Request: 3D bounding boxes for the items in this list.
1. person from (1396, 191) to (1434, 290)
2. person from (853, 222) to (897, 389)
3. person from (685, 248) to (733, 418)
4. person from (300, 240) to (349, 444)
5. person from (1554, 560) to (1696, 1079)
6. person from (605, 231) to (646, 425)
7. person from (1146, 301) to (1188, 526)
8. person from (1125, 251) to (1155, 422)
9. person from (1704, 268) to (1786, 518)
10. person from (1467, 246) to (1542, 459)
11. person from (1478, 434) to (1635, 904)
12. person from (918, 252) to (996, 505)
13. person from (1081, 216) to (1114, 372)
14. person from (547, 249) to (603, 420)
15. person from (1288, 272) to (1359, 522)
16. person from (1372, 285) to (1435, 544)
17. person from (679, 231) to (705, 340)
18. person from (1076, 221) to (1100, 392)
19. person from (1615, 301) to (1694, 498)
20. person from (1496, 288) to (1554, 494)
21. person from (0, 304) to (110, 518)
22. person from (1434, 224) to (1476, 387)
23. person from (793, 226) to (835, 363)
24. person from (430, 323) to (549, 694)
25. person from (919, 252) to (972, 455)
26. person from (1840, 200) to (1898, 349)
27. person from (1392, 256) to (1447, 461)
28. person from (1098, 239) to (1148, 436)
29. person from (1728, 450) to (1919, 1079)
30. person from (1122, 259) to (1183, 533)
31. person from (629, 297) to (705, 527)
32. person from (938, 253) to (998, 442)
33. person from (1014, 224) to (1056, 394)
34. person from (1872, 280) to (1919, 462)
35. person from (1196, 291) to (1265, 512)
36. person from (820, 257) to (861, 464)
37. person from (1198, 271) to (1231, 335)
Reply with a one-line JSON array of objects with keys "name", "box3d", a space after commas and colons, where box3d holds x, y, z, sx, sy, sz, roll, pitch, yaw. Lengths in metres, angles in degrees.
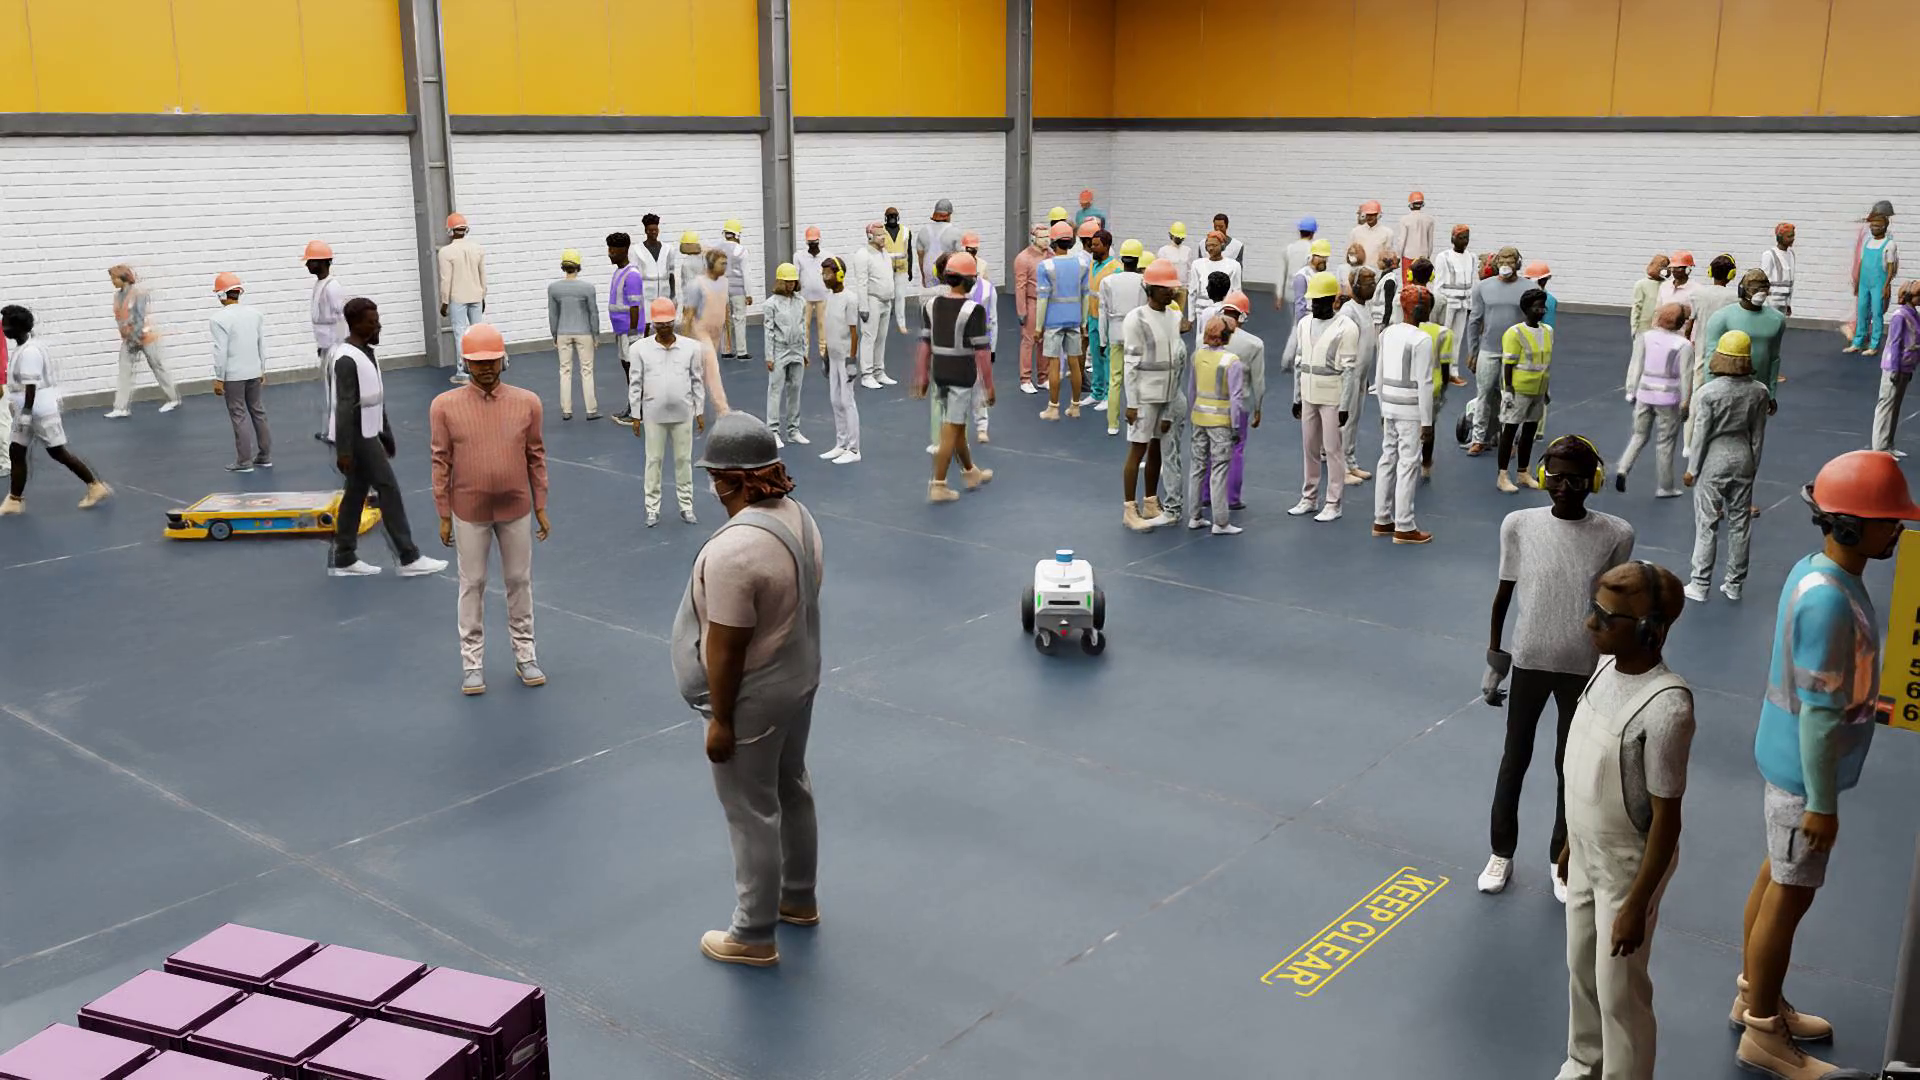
[{"name": "person", "box3d": [7.092, -4.438, 25.998, 0.610, 1.996, 0.378, -3, 14, -13]}, {"name": "person", "box3d": [-0.965, -2.727, 19.343, 0.409, 1.907, 0.649, 7, 16, 26]}, {"name": "person", "box3d": [-2.620, -2.091, 17.058, 0.979, 1.795, 0.564, 10, 17, 34]}, {"name": "person", "box3d": [-6.044, -1.887, 15.921, 0.374, 1.939, 0.545, -10, 17, -34]}, {"name": "person", "box3d": [1.864, 0.949, 4.777, 0.345, 1.847, 0.508, -1, 14, -2]}, {"name": "person", "box3d": [-3.402, -2.162, 16.988, 0.376, 1.958, 0.603, -6, 15, -24]}, {"name": "person", "box3d": [1.575, -0.979, 12.720, 0.321, 1.729, 0.487, 1, 14, 5]}, {"name": "person", "box3d": [1.859, -2.029, 16.844, 0.320, 1.766, 0.535, -3, 14, -10]}, {"name": "person", "box3d": [6.064, -1.133, 12.911, 0.630, 1.940, 0.372, -2, 14, -10]}, {"name": "person", "box3d": [4.962, -1.714, 15.228, 0.638, 1.938, 0.356, 6, 15, 22]}, {"name": "person", "box3d": [2.324, 0.505, 6.502, 0.537, 1.869, 0.314, 5, 15, 18]}, {"name": "person", "box3d": [0.062, -1.319, 13.498, 0.644, 2.006, 0.963, 13, 19, 42]}, {"name": "person", "box3d": [1.633, -3.035, 20.574, 0.401, 1.907, 0.646, -6, 15, -21]}, {"name": "person", "box3d": [-3.968, -2.112, 17.176, 0.532, 1.766, 0.317, 1, 14, 3]}, {"name": "person", "box3d": [2.786, -1.104, 12.836, 0.396, 1.920, 0.586, -10, 17, -34]}, {"name": "person", "box3d": [3.260, -0.916, 12.150, 0.344, 1.882, 0.584, -5, 15, -20]}, {"name": "person", "box3d": [-3.281, -2.900, 20.363, 0.299, 1.743, 0.493, 4, 15, 15]}, {"name": "person", "box3d": [1.464, -2.667, 19.040, 0.357, 1.938, 0.542, 0, 14, 2]}, {"name": "person", "box3d": [5.680, -1.130, 13.518, 0.536, 1.623, 0.565, -8, 16, -30]}, {"name": "person", "box3d": [4.709, -1.239, 13.821, 0.541, 1.696, 0.315, -8, 16, -29]}, {"name": "person", "box3d": [-7.200, -1.018, 13.020, 0.841, 1.662, 0.533, -13, 19, -41]}, {"name": "person", "box3d": [5.752, -2.721, 19.365, 0.584, 1.882, 0.337, -7, 16, -27]}, {"name": "person", "box3d": [-1.859, -3.130, 21.263, 0.565, 1.752, 0.338, -1, 14, -4]}, {"name": "person", "box3d": [-2.514, -0.170, 8.947, 0.608, 1.995, 0.377, -7, 16, -25]}, {"name": "person", "box3d": [-0.125, -1.713, 15.374, 0.509, 1.867, 0.328, -2, 14, -8]}, {"name": "person", "box3d": [12.319, -3.585, 22.501, 0.643, 2.000, 0.698, 1, 14, 3]}, {"name": "person", "box3d": [4.077, -1.593, 14.888, 0.534, 1.868, 0.309, -1, 14, -2]}, {"name": "person", "box3d": [1.649, -1.970, 16.277, 0.593, 1.926, 0.366, 4, 15, 16]}, {"name": "person", "box3d": [2.738, 0.719, 5.292, 0.386, 2.045, 0.605, 6, 15, 24]}, {"name": "person", "box3d": [1.478, -1.085, 12.507, 0.610, 2.043, 0.397, -13, 19, -42]}, {"name": "person", "box3d": [-2.217, -0.971, 12.635, 0.573, 1.749, 0.339, -4, 15, -16]}, {"name": "person", "box3d": [0.051, -1.836, 15.947, 0.628, 1.834, 0.434, -1, 14, -4]}, {"name": "person", "box3d": [0.916, -2.635, 18.975, 0.652, 1.906, 0.408, -12, 19, -40]}, {"name": "person", "box3d": [8.565, -1.546, 15.160, 0.314, 1.642, 0.514, 13, 19, 42]}, {"name": "person", "box3d": [2.125, -1.092, 13.149, 0.576, 1.738, 0.354, 6, 15, 23]}, {"name": "person", "box3d": [-1.089, -1.623, 15.043, 0.338, 1.858, 0.523, -10, 17, -34]}, {"name": "person", "box3d": [2.372, -1.639, 15.424, 0.318, 1.697, 0.535, 10, 17, 34]}]
